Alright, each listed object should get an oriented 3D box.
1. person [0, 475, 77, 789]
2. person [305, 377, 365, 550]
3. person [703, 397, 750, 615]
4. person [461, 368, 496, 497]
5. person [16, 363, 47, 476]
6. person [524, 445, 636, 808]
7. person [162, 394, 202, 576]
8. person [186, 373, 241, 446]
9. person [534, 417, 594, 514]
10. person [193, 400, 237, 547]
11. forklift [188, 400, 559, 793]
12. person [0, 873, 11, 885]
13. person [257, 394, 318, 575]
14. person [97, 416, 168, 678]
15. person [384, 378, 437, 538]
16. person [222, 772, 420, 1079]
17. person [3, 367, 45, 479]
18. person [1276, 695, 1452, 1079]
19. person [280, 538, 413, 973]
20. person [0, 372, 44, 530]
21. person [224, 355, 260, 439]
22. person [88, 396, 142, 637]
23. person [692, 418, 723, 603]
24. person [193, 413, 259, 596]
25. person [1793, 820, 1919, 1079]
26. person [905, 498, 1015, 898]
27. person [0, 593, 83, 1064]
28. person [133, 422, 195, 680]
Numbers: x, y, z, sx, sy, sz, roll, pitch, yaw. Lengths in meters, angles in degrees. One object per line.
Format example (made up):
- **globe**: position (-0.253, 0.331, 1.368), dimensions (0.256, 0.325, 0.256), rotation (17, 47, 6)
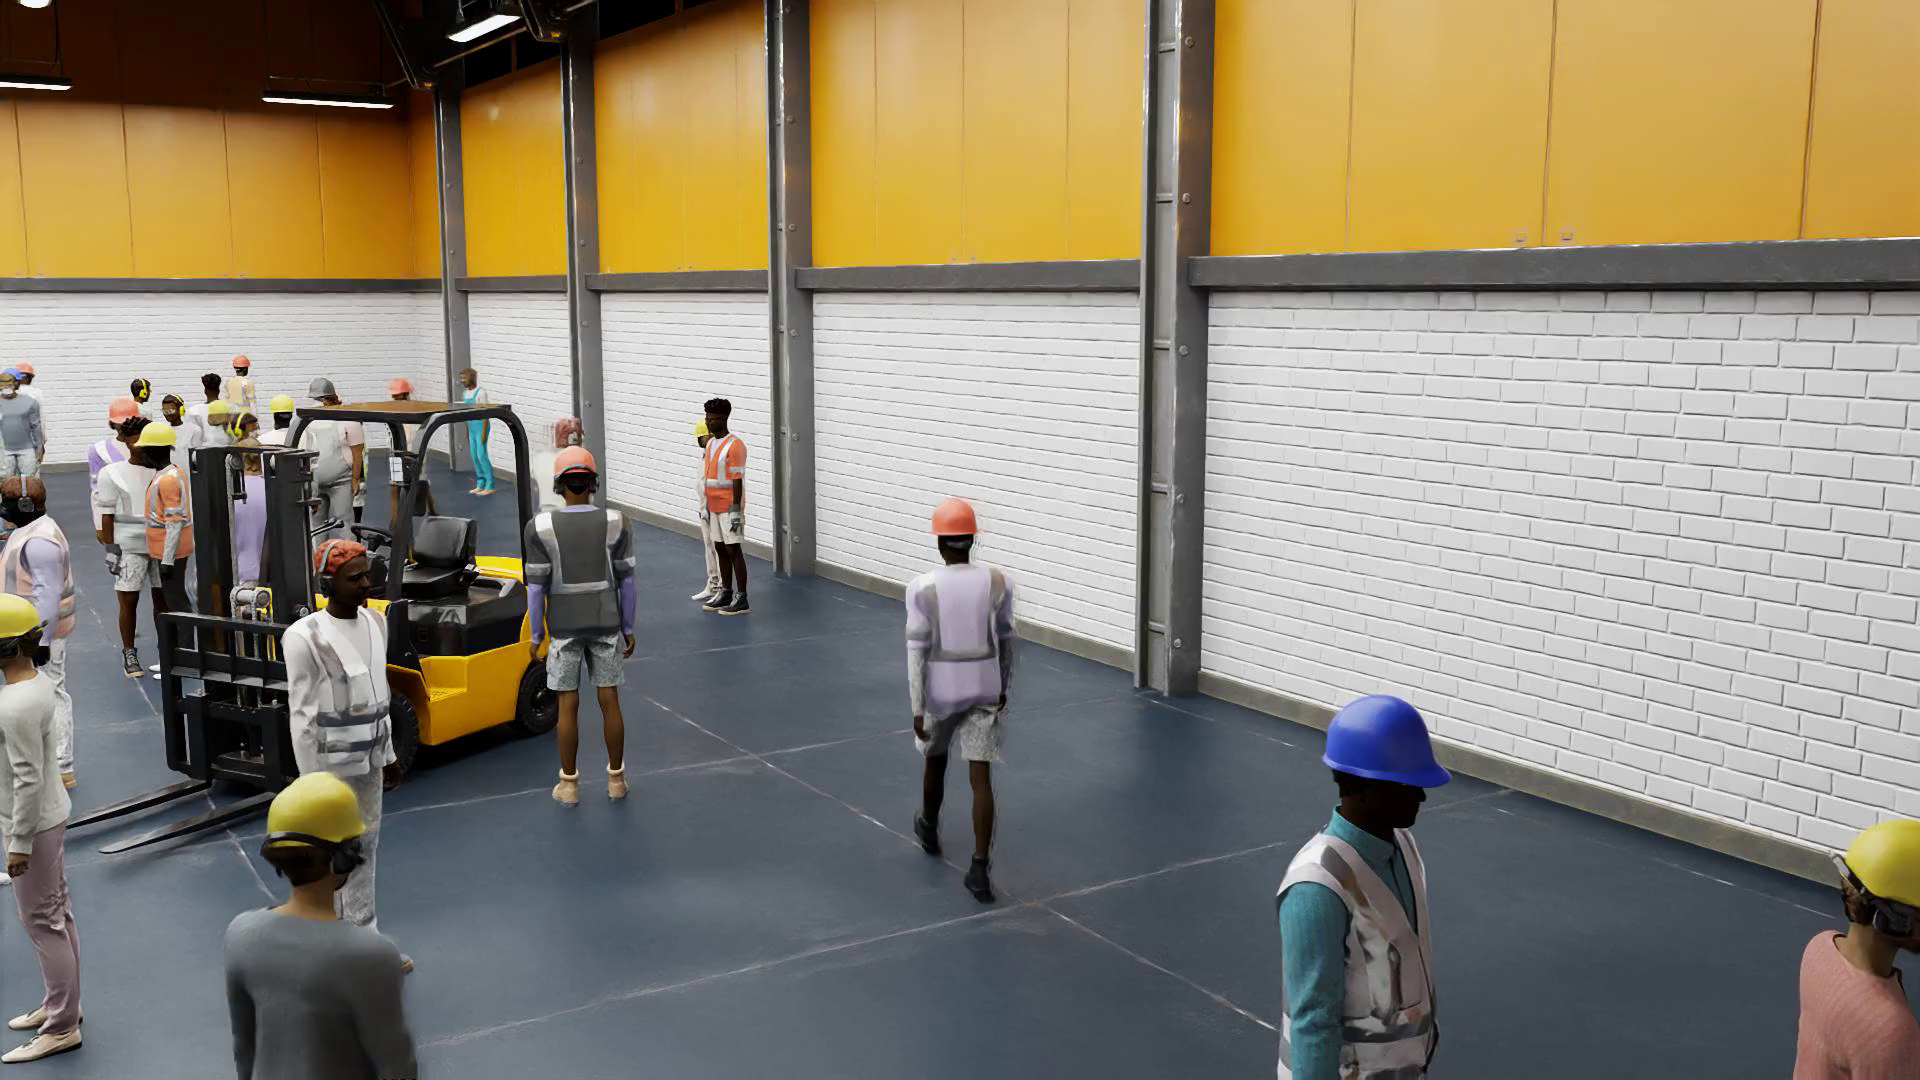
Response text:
- **person**: position (-5.369, 0.538, 9.646), dimensions (0.429, 1.843, 0.632), rotation (-6, 10, -35)
- **person**: position (-6.438, -0.638, 16.905), dimensions (0.688, 2.000, 0.536), rotation (1, 9, 8)
- **person**: position (-2.123, -0.308, 14.975), dimensions (0.365, 1.960, 0.608), rotation (-6, 10, -34)
- **person**: position (-6.876, -1.539, 23.693), dimensions (0.513, 1.829, 0.365), rotation (8, 11, 42)
- **person**: position (-13.164, -1.528, 23.353), dimensions (0.619, 1.904, 0.641), rotation (0, 8, -3)
- **person**: position (-2.126, 0.486, 9.352), dimensions (0.605, 2.035, 0.385), rotation (-3, 9, -20)
- **person**: position (-7.957, -0.560, 16.998), dimensions (0.512, 1.861, 0.325), rotation (1, 8, 4)
- **person**: position (-8.595, -0.948, 19.242), dimensions (0.607, 1.966, 0.367), rotation (-4, 9, -26)
- **person**: position (-3.135, -0.045, 13.414), dimensions (0.648, 1.895, 0.436), rotation (7, 11, 39)
- **person**: position (-8.201, -0.708, 18.538), dimensions (0.880, 1.695, 0.497), rotation (4, 9, 23)
- **forklift**: position (-3.529, 0.258, 10.348), dimensions (1.214, 2.155, 2.313), rotation (4, 9, 25)
- **person**: position (-4.819, 0.762, 7.882), dimensions (0.398, 1.918, 0.590), rotation (1, 8, 5)
- **person**: position (-6.368, -0.412, 15.761), dimensions (0.388, 1.927, 0.589), rotation (7, 11, 39)
- **person**: position (-6.162, 0.041, 12.573), dimensions (0.365, 1.966, 0.606), rotation (7, 11, 40)
- **person**: position (-6.525, -0.978, 19.679), dimensions (0.543, 1.903, 0.963), rotation (2, 9, 11)
- **person**: position (-1.488, 1.427, 3.945), dimensions (0.563, 1.758, 0.345), rotation (4, 9, 26)
- **person**: position (-12.067, -1.242, 21.325), dimensions (0.606, 1.939, 0.416), rotation (-5, 10, -32)
- **person**: position (0.959, 1.320, 4.014), dimensions (0.391, 1.946, 0.615), rotation (5, 10, 31)
- **person**: position (-2.522, 0.930, 6.862), dimensions (0.355, 1.883, 0.572), rotation (3, 9, 17)
- **person**: position (-11.533, -1.080, 20.276), dimensions (0.641, 1.928, 0.386), rotation (-5, 10, -29)
- **person**: position (-10.952, -1.854, 25.446), dimensions (0.542, 1.938, 0.358), rotation (3, 9, 18)
- **person**: position (-6.913, -0.188, 13.924), dimensions (0.613, 2.029, 0.409), rotation (-6, 10, -35)
- **person**: position (-2.316, -0.270, 15.445), dimensions (0.311, 1.736, 0.484), rotation (-5, 10, -30)
- **person**: position (-6.417, -0.222, 14.785), dimensions (0.754, 1.839, 0.533), rotation (-2, 9, -11)
- **person**: position (1.992, 1.467, 3.685), dimensions (0.343, 1.755, 0.531), rotation (2, 9, 12)
- **person**: position (-0.010, 0.731, 8.199), dimensions (0.555, 1.881, 1.006), rotation (-1, 9, -9)
- **person**: position (-3.537, 1.074, 6.289), dimensions (0.310, 1.768, 0.533), rotation (-4, 9, -24)
- **person**: position (-5.939, 0.076, 12.464), dimensions (0.359, 1.929, 0.587), rotation (-5, 10, -28)
